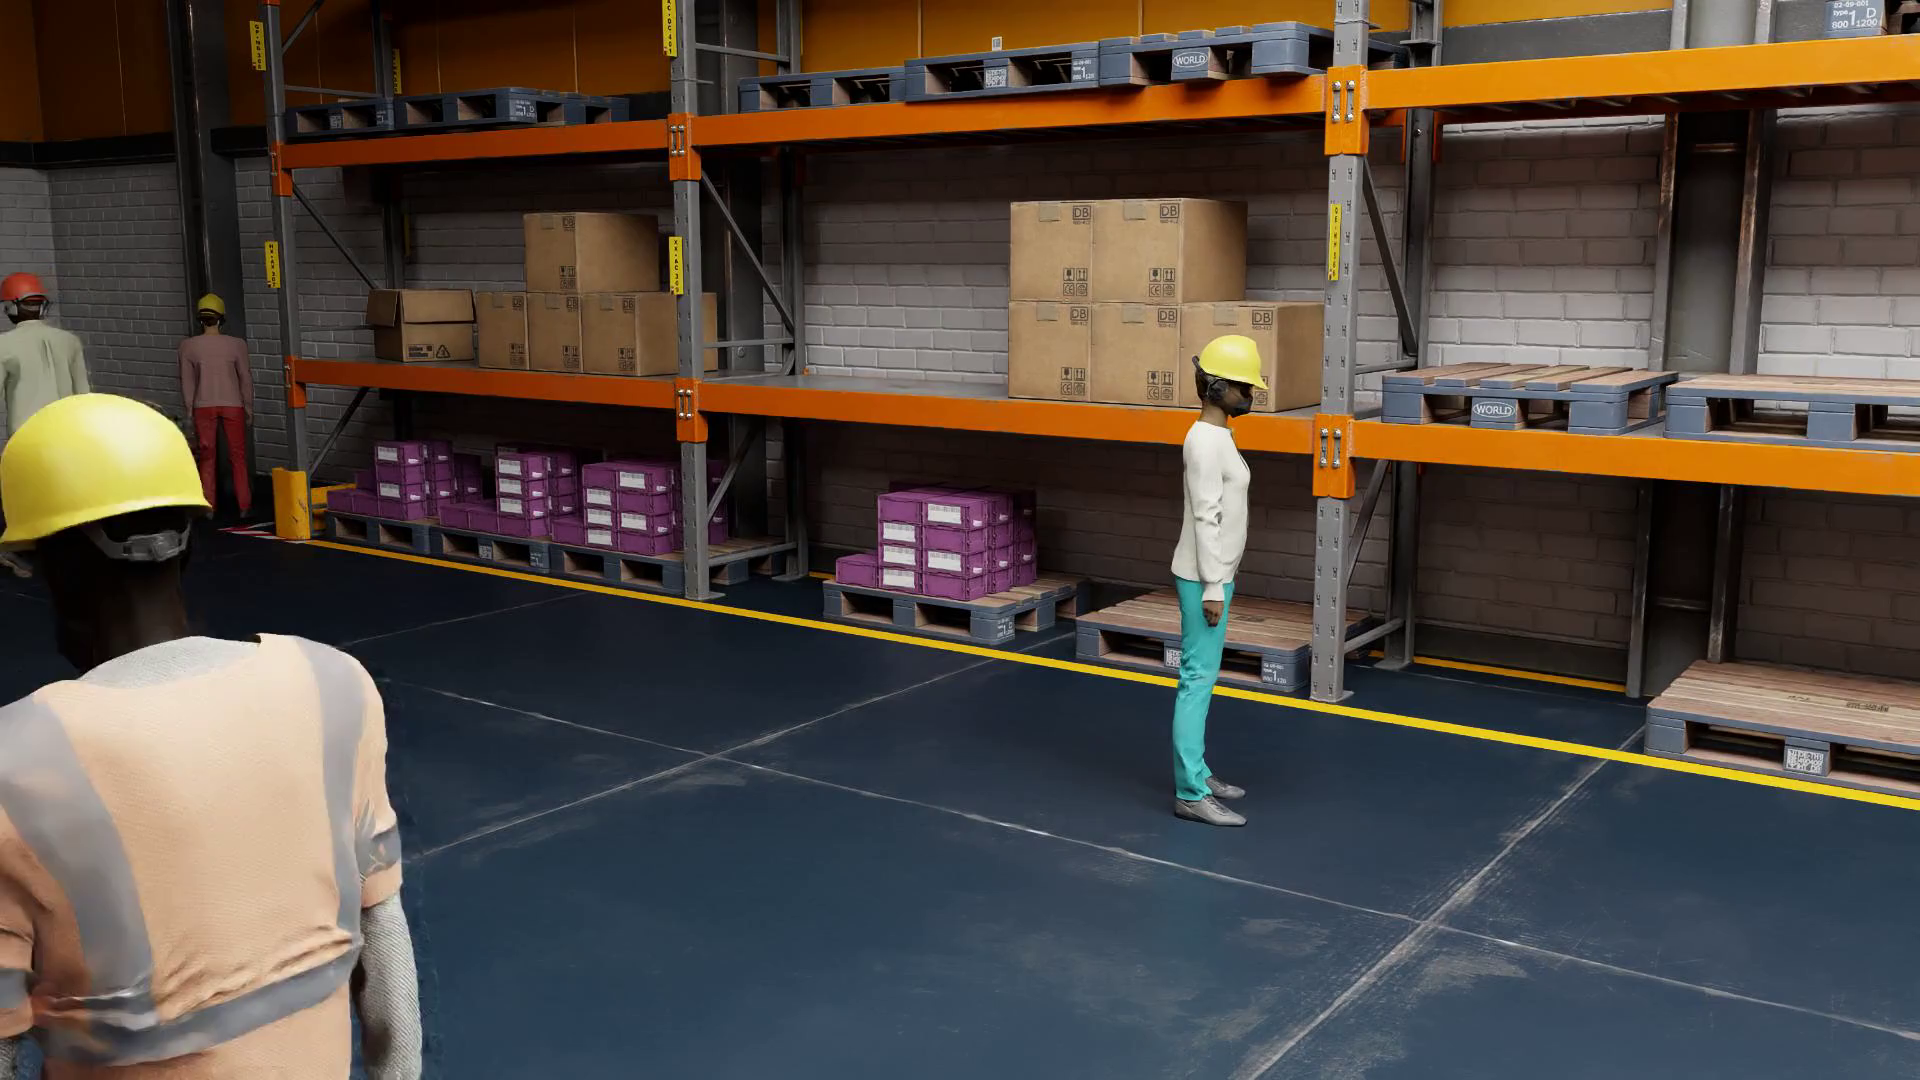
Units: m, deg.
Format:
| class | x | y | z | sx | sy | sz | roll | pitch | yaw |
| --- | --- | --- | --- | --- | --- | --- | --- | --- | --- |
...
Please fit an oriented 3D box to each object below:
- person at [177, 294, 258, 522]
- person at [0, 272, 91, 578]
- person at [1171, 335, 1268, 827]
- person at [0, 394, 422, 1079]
| class | x | y | z | sx | sy | sz | roll | pitch | yaw |
| --- | --- | --- | --- | --- | --- | --- | --- | --- | --- |
| person | -5.758 | -1.018 | 12.921 | 0.524 | 1.769 | 0.309 | -3 | 10 | -16 |
| person | -5.749 | -0.662 | 10.257 | 1.005 | 1.939 | 0.649 | 5 | 11 | 25 |
| person | 0.932 | 0.141 | 6.041 | 0.323 | 1.761 | 0.523 | 2 | 10 | 11 |
| person | -0.962 | 0.751 | 2.125 | 1.028 | 1.870 | 0.595 | 6 | 11 | 30 |
